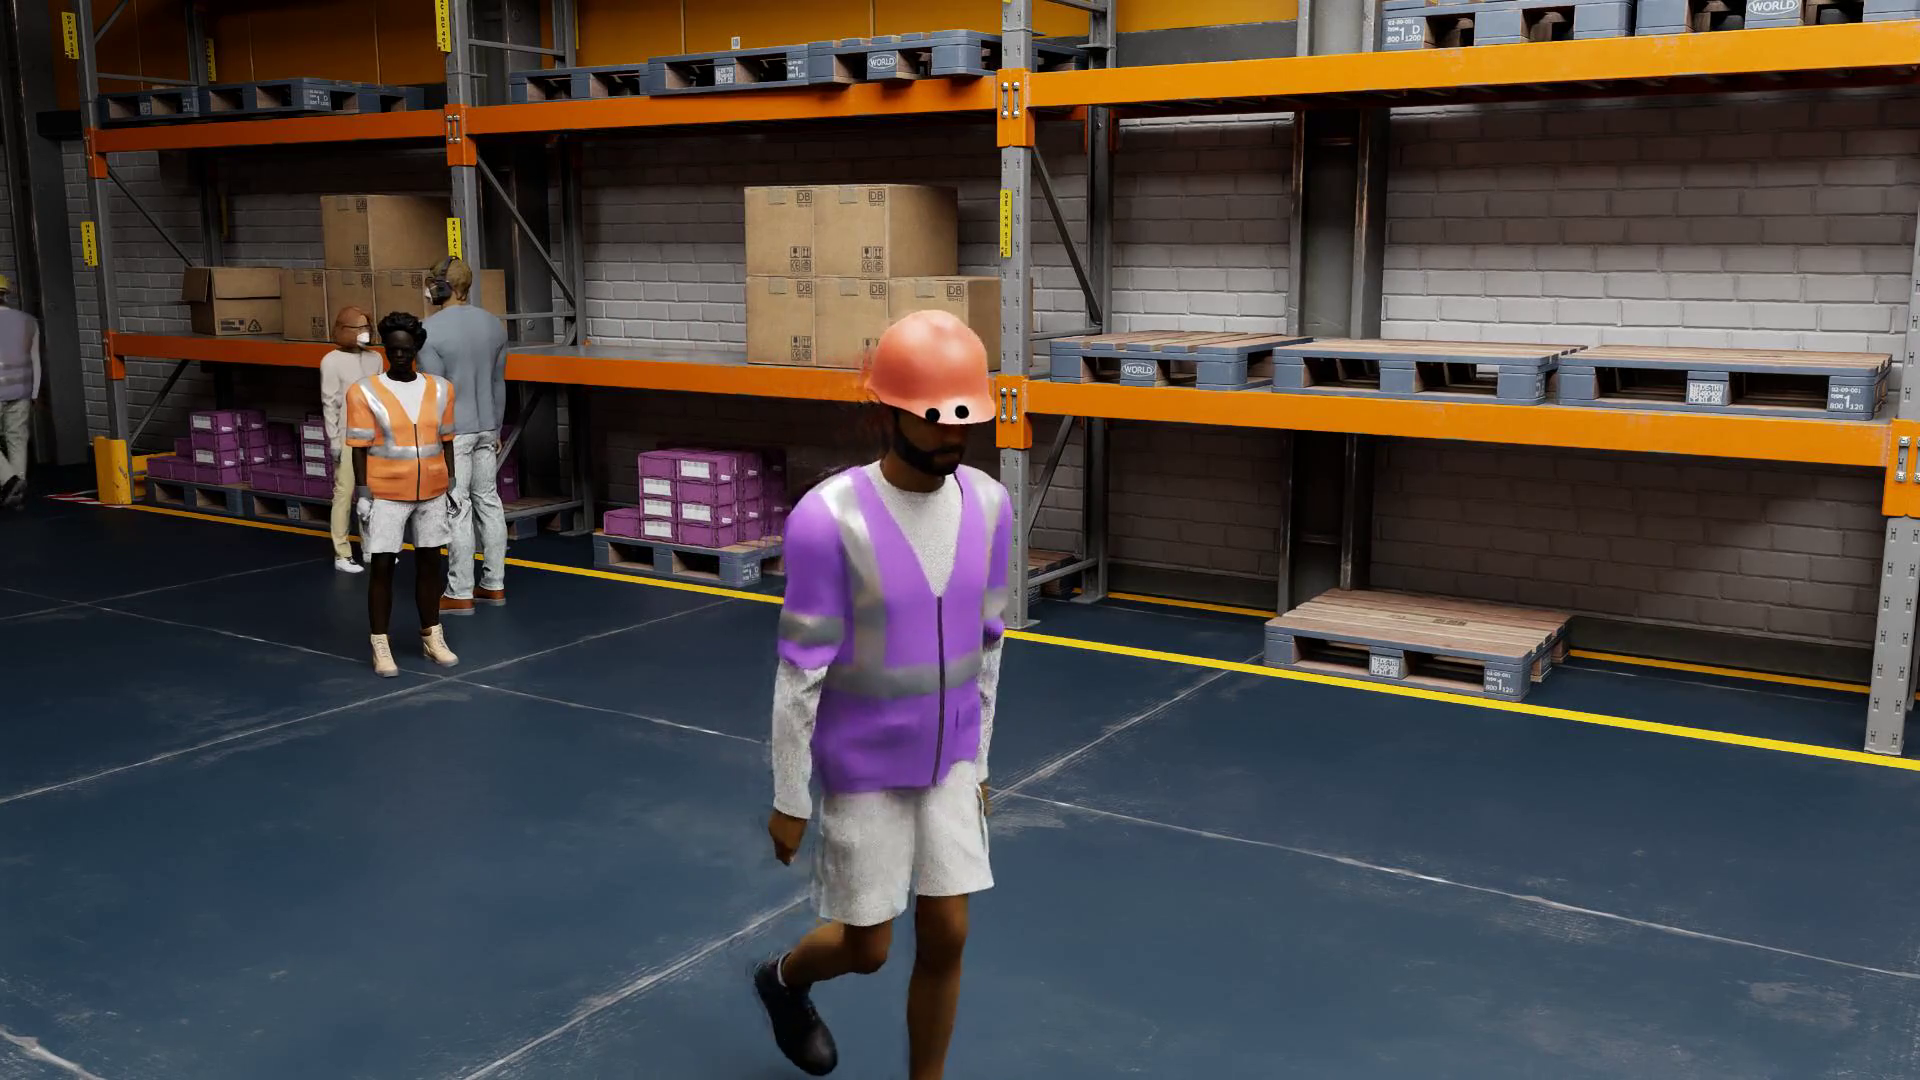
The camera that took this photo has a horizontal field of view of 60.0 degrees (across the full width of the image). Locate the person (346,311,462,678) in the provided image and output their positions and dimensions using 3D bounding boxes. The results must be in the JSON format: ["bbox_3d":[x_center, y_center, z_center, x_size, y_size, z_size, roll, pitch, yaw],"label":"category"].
[{"bbox_3d":[-2.589,-0.218,7.791,0.536,1.695,0.321,-9,14,-40],"label":"person"}]

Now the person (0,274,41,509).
[{"bbox_3d":[-7.107,-1.102,12.347,0.558,1.818,0.617,7,12,34],"label":"person"}]

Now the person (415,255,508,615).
[{"bbox_3d":[-2.711,-0.562,9.026,0.371,1.940,0.630,5,11,27],"label":"person"}]

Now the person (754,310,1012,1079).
[{"bbox_3d":[-0.182,0.447,3.585,0.551,1.900,0.732,-7,13,-35],"label":"person"}]

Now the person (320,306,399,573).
[{"bbox_3d":[-3.695,-0.616,10.203,0.283,1.626,0.505,4,11,22],"label":"person"}]
